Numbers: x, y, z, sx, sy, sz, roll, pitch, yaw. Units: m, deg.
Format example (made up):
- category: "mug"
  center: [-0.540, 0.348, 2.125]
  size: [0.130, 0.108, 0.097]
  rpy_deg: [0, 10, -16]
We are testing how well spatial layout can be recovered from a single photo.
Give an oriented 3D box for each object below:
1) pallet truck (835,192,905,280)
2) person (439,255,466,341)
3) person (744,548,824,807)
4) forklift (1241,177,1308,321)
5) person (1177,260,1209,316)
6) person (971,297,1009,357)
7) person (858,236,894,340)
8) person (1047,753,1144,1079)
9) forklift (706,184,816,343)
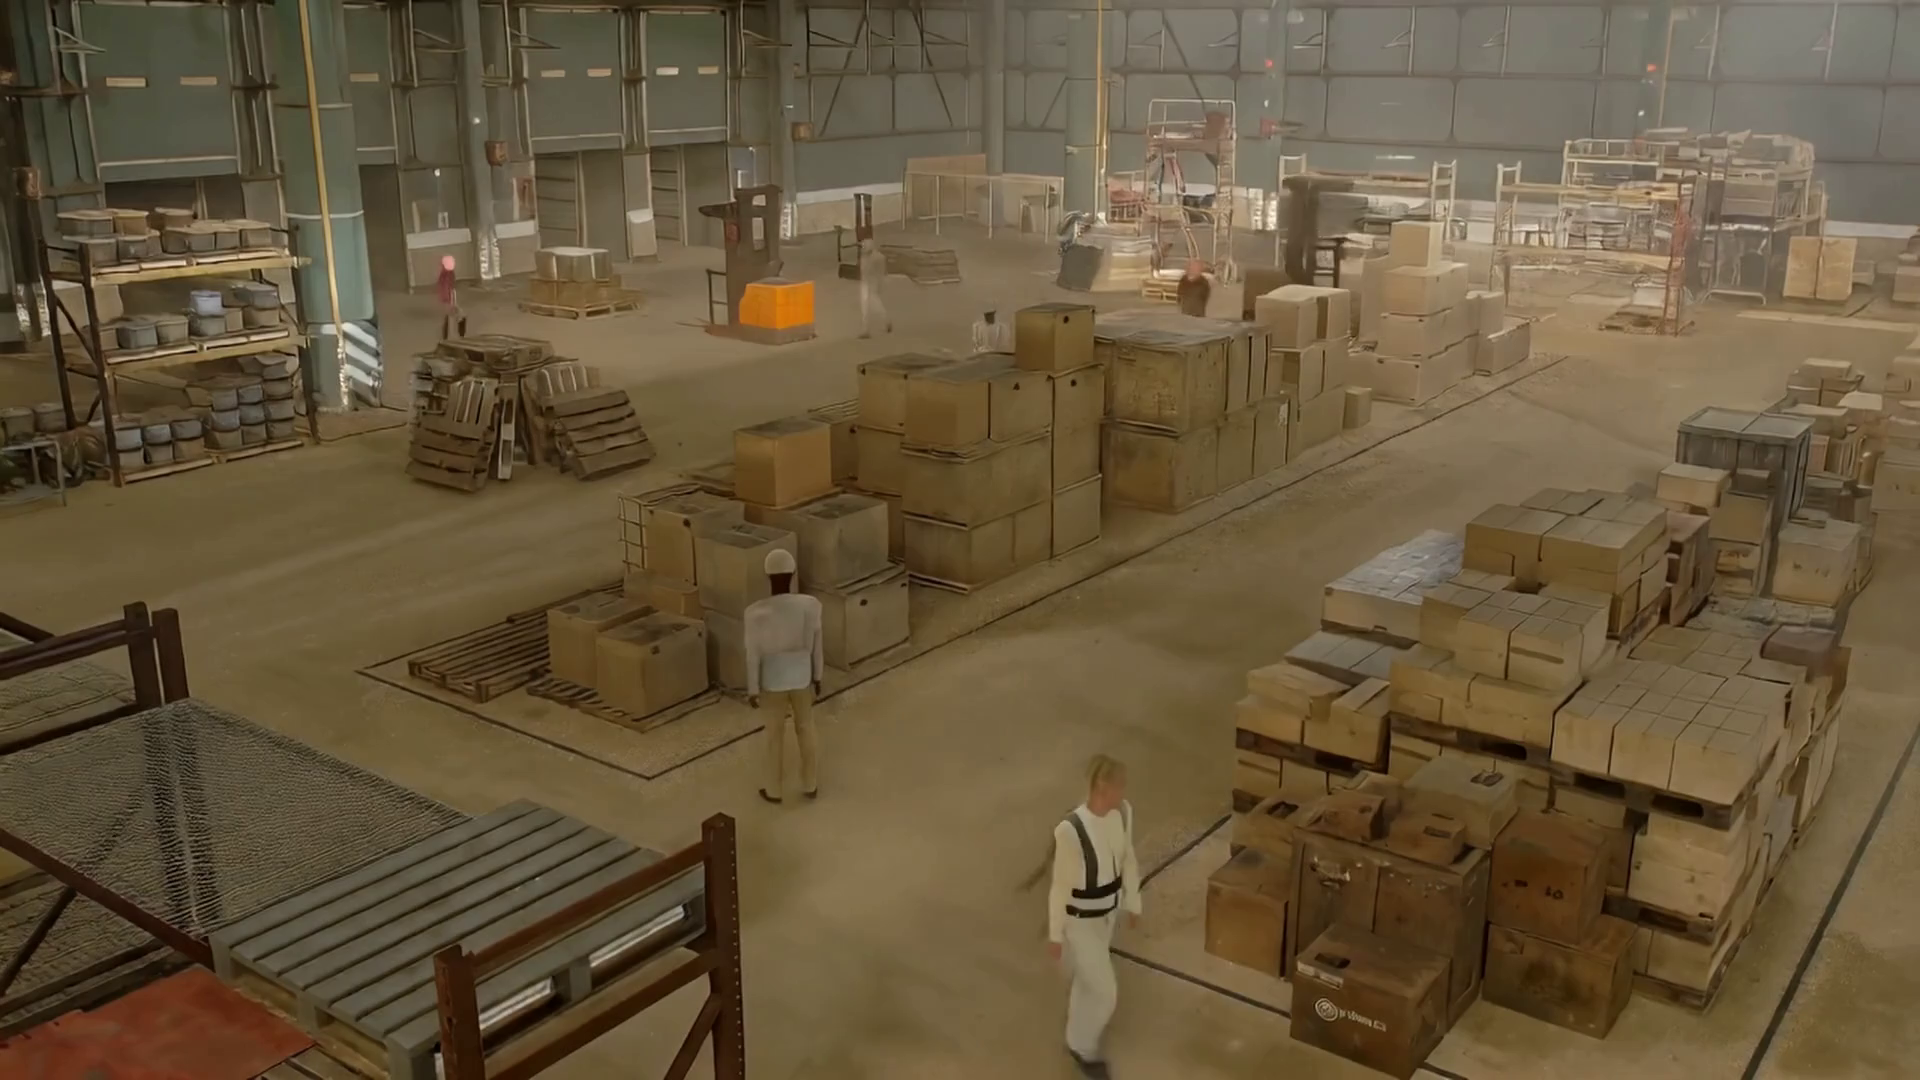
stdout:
- category: "pallet truck"
  center: [-1.936, -7.159, 38.982]
  size: [1.885, 1.965, 0.823]
  rpy_deg: [-12, 21, -34]
- category: "person"
  center: [-9.133, -4.324, 30.125]
  size: [0.656, 1.671, 0.557]
  rpy_deg: [-15, 22, -40]
- category: "person"
  center: [-1.278, 0.994, 12.109]
  size: [0.593, 1.924, 0.380]
  rpy_deg: [-7, 18, -22]
- category: "forklift"
  center: [6.514, -5.649, 32.479]
  size: [1.873, 2.768, 1.129]
  rpy_deg: [3, 17, 8]
- category: "person"
  center: [3.823, -3.690, 27.643]
  size: [0.623, 1.916, 0.496]
  rpy_deg: [13, 21, 37]
- category: "person"
  center: [0.415, -2.491, 23.642]
  size: [0.563, 1.927, 0.423]
  rpy_deg: [5, 18, 17]
- category: "person"
  center: [-1.596, -4.708, 30.993]
  size: [0.632, 1.923, 0.712]
  rpy_deg: [13, 21, 37]
- category: "person"
  center: [0.765, 2.017, 8.812]
  size: [0.562, 1.865, 0.623]
  rpy_deg: [13, 21, 36]
- category: "forklift"
  center: [-3.717, -5.181, 30.929]
  size: [1.873, 2.768, 1.129]
  rpy_deg: [12, 21, 35]
